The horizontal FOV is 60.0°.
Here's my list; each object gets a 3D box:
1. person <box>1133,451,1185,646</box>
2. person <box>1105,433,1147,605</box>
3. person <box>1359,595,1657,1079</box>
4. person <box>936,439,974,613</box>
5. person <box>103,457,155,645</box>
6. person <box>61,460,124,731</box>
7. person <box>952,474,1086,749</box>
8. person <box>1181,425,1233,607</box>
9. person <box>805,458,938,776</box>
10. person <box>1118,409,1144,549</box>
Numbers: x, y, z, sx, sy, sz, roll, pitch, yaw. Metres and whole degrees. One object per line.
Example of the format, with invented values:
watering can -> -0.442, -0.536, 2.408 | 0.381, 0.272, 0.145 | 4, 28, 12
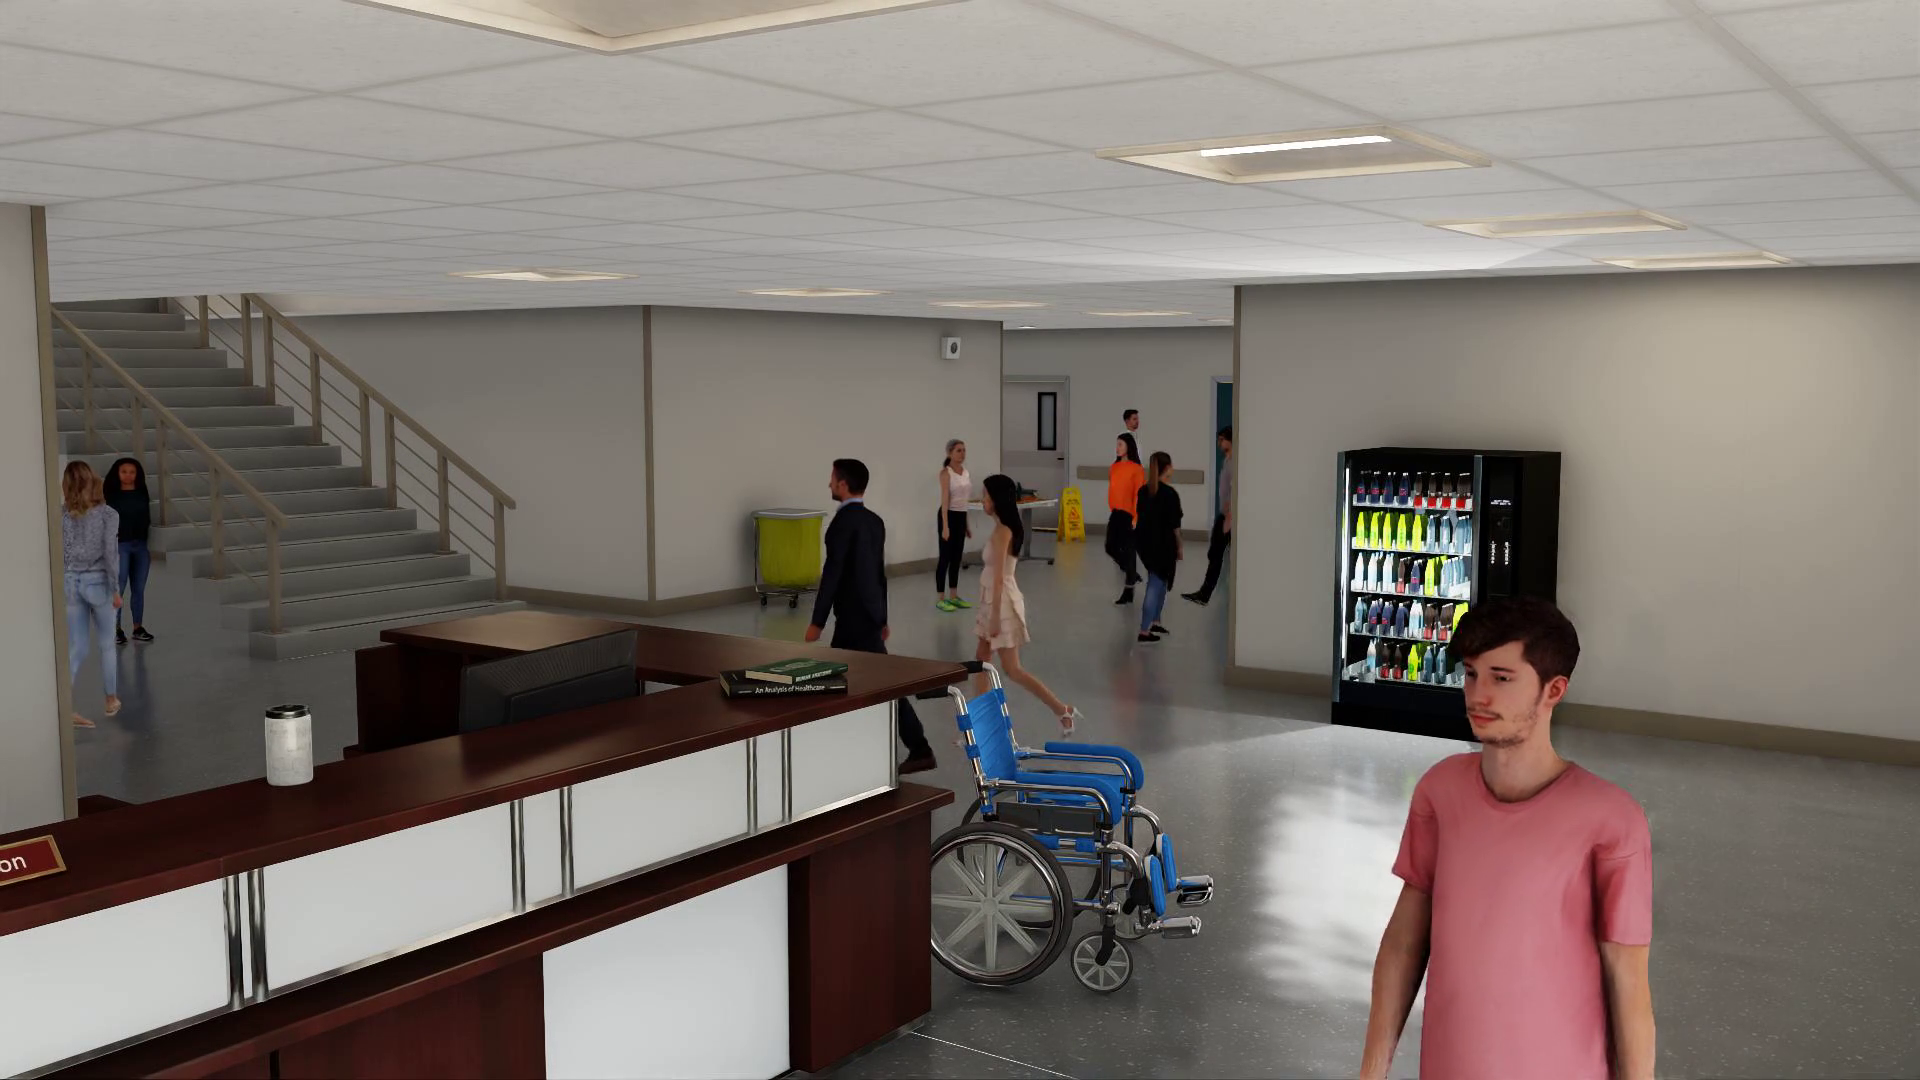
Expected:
person -> 1.626, 0.087, 14.263 | 0.797, 1.666, 0.731 | -4, 7, -37
person -> 1.763, -0.219, 16.947 | 0.782, 1.737, 0.736 | -4, 7, -37
person -> 1.108, 1.075, 3.136 | 0.895, 1.928, 1.052 | -5, 7, -40
person -> -0.072, -0.159, 16.531 | 0.527, 1.701, 0.588 | 4, 7, 37
person -> -7.291, 0.081, 14.580 | 0.575, 1.615, 0.587 | 4, 7, 37
person -> -5.712, 0.397, 10.833 | 1.180, 1.736, 1.172 | 0, 6, 3
person -> 0.357, 0.481, 10.168 | 1.125, 1.702, 0.925 | 1, 6, 6
person -> 2.785, -0.209, 16.456 | 1.088, 1.816, 1.004 | -1, 6, -5
person -> -0.509, 0.494, 9.492 | 1.350, 1.812, 0.919 | 2, 6, 17
person -> 2.271, -0.834, 22.410 | 0.574, 1.867, 0.608 | 4, 7, 37
